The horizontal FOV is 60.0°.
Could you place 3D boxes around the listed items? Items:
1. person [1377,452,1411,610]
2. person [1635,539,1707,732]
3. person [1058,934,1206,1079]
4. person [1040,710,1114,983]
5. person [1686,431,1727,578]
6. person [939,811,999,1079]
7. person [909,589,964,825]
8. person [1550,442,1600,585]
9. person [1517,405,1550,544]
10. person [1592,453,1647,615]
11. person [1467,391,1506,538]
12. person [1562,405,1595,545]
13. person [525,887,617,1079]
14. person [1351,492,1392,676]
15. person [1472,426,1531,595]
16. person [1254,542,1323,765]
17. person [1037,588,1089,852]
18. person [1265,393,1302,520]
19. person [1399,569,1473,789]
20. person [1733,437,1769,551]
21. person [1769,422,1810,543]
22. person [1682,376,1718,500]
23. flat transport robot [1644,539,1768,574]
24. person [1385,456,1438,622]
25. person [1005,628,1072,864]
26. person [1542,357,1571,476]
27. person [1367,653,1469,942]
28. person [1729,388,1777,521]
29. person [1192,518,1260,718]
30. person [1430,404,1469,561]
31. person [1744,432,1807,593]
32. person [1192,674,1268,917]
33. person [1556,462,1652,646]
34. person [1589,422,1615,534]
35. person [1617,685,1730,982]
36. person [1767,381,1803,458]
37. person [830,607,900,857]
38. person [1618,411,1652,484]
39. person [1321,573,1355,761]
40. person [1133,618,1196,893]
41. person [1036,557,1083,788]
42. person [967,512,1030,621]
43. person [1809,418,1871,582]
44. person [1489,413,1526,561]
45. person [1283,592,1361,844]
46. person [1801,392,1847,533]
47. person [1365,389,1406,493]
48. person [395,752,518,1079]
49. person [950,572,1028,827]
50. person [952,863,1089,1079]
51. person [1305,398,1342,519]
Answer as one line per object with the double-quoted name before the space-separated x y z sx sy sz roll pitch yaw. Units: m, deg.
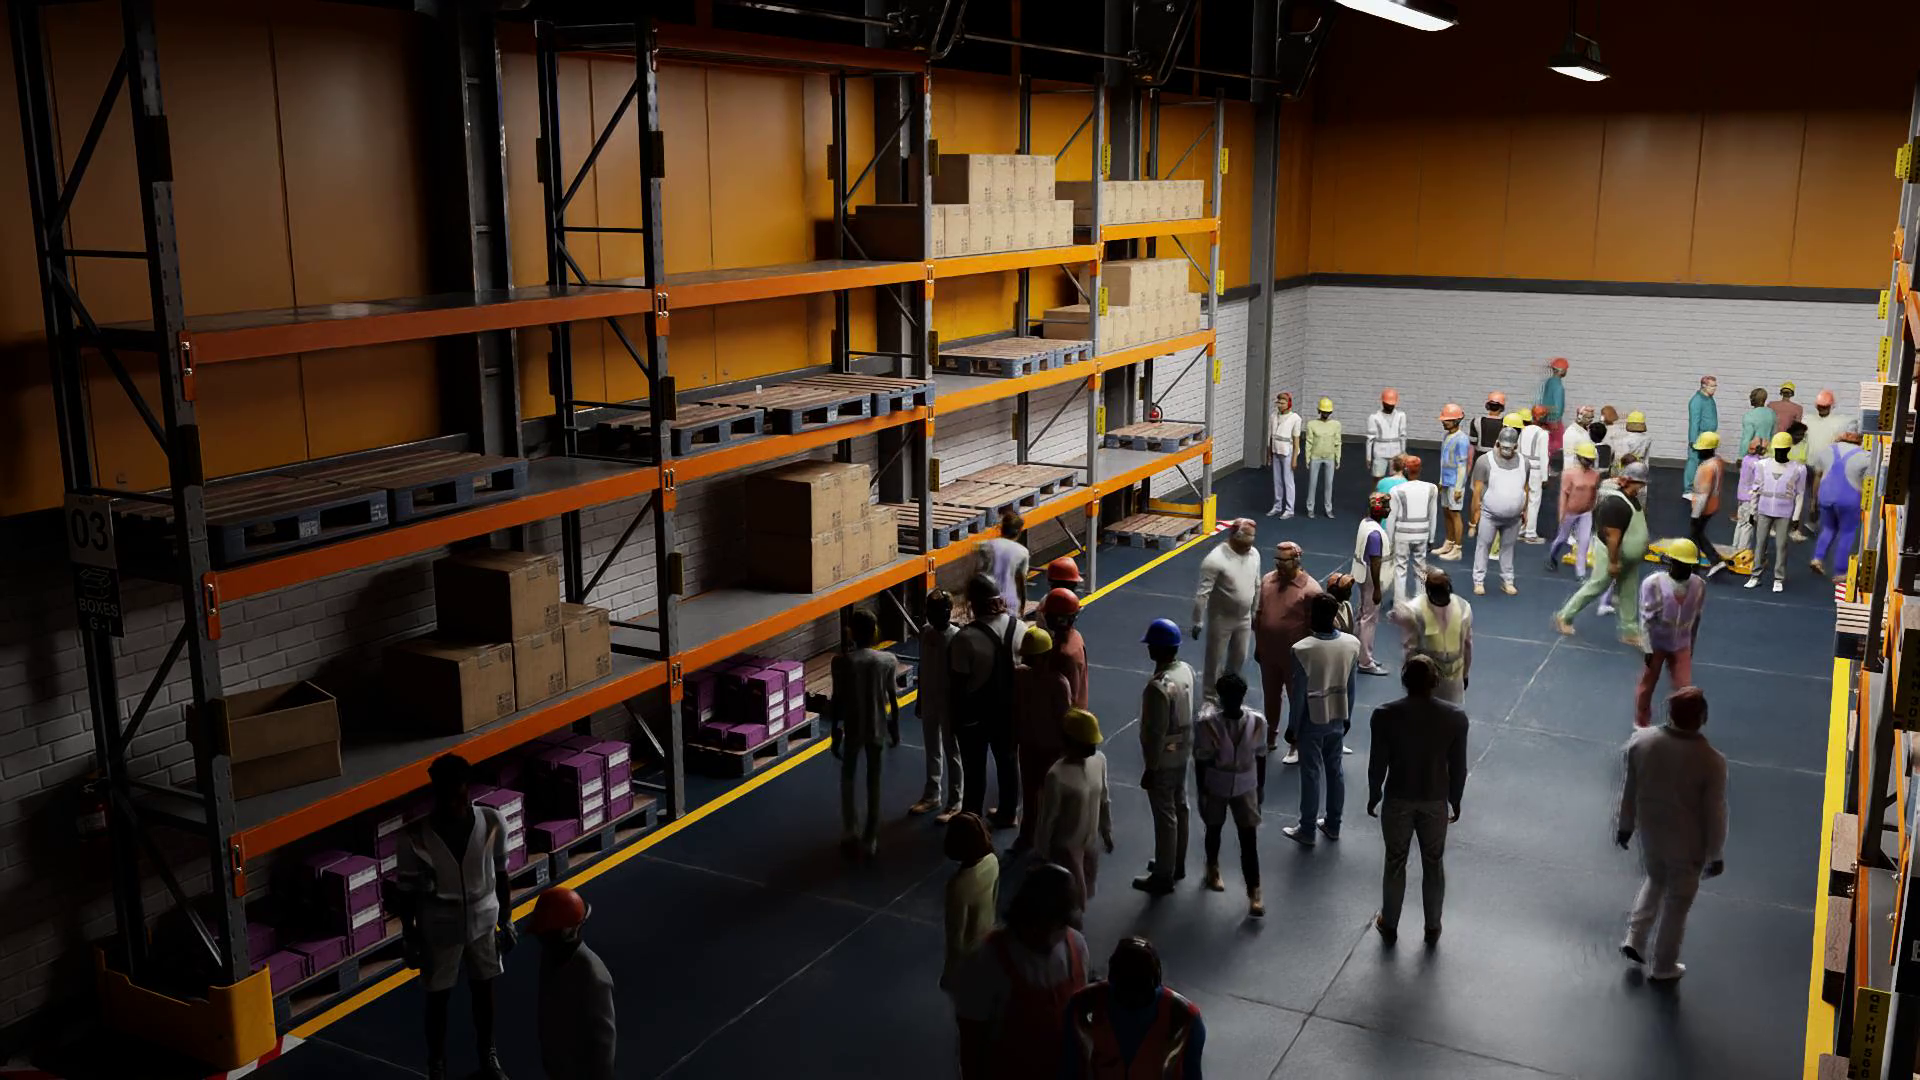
"person" 4.938 -0.090 19.045 0.748 1.809 0.592 -9 15 -35
"person" 6.165 0.916 14.388 0.593 1.876 0.967 0 13 1
"person" 0.719 2.557 7.117 0.627 1.843 0.429 2 13 10
"person" 0.671 1.860 10.450 0.666 1.740 0.519 12 18 44
"person" 9.090 -0.404 20.280 0.568 1.886 0.649 7 14 28
"person" 0.044 2.245 8.977 0.279 1.633 0.501 6 14 26
"person" -0.156 1.273 12.850 0.508 1.846 0.345 12 18 44
"person" 7.555 -0.374 20.457 0.535 1.740 0.772 -2 13 -8
"person" 7.730 -0.890 22.459 0.350 1.878 0.590 -3 13 -15
"person" 7.579 -0.091 18.997 0.932 1.821 0.516 -11 17 -41
"person" 7.238 -1.018 22.700 0.614 2.032 0.408 5 14 23
"person" 8.324 -0.875 22.371 0.401 1.894 0.653 12 17 43
"person" -1.830 2.446 7.808 0.342 1.748 0.573 -11 16 -39
"person" 4.114 0.424 16.650 0.383 1.845 0.570 1 13 5
"person" 6.422 -0.352 19.683 0.673 2.000 0.535 0 13 -2
"person" 2.760 0.947 14.176 0.408 1.908 0.644 -12 17 -42
"person" 0.755 1.324 12.284 0.379 1.996 0.611 1 13 4
"person" 4.690 -1.221 24.034 0.392 1.838 0.561 -7 15 -30
"person" 3.912 1.130 13.588 0.641 1.800 0.795 0 13 -2
"person" 10.140 -0.513 21.334 0.318 1.631 0.524 1 13 6
"person" 11.240 -0.788 22.520 0.537 1.631 0.860 -1 13 -4
"person" 11.332 -1.557 25.389 0.401 1.904 0.650 11 17 41
"flat transport robot" 9.482 0.187 21.270 1.431 0.197 0.652 10 16 39
"person" 5.009 -0.010 18.525 0.585 1.878 0.362 -2 13 -8
"person" 0.572 1.484 12.104 0.525 1.760 0.337 12 17 42
"person" 9.715 -2.003 27.229 0.455 1.980 0.619 0 13 0
"person" 2.962 1.680 10.832 0.627 1.934 0.371 2 13 9
"person" 11.339 -1.212 23.767 0.631 1.940 0.372 -7 14 -29
"person" 2.463 0.720 15.258 0.752 1.889 0.405 -8 15 -31
"person" 6.321 -0.748 21.481 0.415 2.035 0.609 -1 13 -5
"person" 9.749 -0.339 19.883 0.585 1.927 0.366 10 16 38
"person" 1.844 1.710 11.325 0.543 1.640 0.874 0 13 -1
"person" 6.921 0.083 17.739 0.990 2.000 0.688 10 16 38
"person" 8.481 -0.728 22.163 0.536 1.688 0.323 -7 14 -27
"person" 4.436 1.820 10.293 0.429 1.887 0.675 -9 15 -34
"person" 12.792 -1.593 25.900 0.533 1.753 0.342 6 14 25
"person" -0.693 1.403 12.267 0.517 1.849 0.520 -1 13 -6
"person" 9.230 -0.903 22.840 0.485 1.737 0.321 -5 14 -22
"person" 3.187 1.075 14.224 0.313 1.634 0.514 11 17 40
"person" 1.427 1.496 11.616 0.402 1.949 0.605 7 14 29
"person" 0.788 1.075 13.565 0.406 1.925 0.546 0 13 0
"person" 0.304 0.631 15.843 0.700 1.812 0.350 0 13 2
"person" 10.831 -0.507 20.377 0.549 2.000 0.737 -9 15 -35
"person" 7.039 -0.686 21.462 0.394 1.919 0.585 3 13 14
"person" 2.699 1.331 12.425 0.591 1.919 0.392 -6 14 -26
"person" 11.949 -1.092 23.209 1.015 1.941 0.618 -11 17 -41
"person" 6.112 -1.228 23.897 0.579 1.914 0.471 -1 13 -6
"person" -2.704 2.078 8.974 0.614 1.962 0.365 -7 14 -29
"person" 0.181 1.224 12.628 0.681 2.000 0.535 -8 15 -33
"person" 0.271 2.363 7.531 0.695 2.000 0.795 -7 14 -29
"person" 5.235 -1.172 23.993 0.525 1.761 0.340 0 13 0
